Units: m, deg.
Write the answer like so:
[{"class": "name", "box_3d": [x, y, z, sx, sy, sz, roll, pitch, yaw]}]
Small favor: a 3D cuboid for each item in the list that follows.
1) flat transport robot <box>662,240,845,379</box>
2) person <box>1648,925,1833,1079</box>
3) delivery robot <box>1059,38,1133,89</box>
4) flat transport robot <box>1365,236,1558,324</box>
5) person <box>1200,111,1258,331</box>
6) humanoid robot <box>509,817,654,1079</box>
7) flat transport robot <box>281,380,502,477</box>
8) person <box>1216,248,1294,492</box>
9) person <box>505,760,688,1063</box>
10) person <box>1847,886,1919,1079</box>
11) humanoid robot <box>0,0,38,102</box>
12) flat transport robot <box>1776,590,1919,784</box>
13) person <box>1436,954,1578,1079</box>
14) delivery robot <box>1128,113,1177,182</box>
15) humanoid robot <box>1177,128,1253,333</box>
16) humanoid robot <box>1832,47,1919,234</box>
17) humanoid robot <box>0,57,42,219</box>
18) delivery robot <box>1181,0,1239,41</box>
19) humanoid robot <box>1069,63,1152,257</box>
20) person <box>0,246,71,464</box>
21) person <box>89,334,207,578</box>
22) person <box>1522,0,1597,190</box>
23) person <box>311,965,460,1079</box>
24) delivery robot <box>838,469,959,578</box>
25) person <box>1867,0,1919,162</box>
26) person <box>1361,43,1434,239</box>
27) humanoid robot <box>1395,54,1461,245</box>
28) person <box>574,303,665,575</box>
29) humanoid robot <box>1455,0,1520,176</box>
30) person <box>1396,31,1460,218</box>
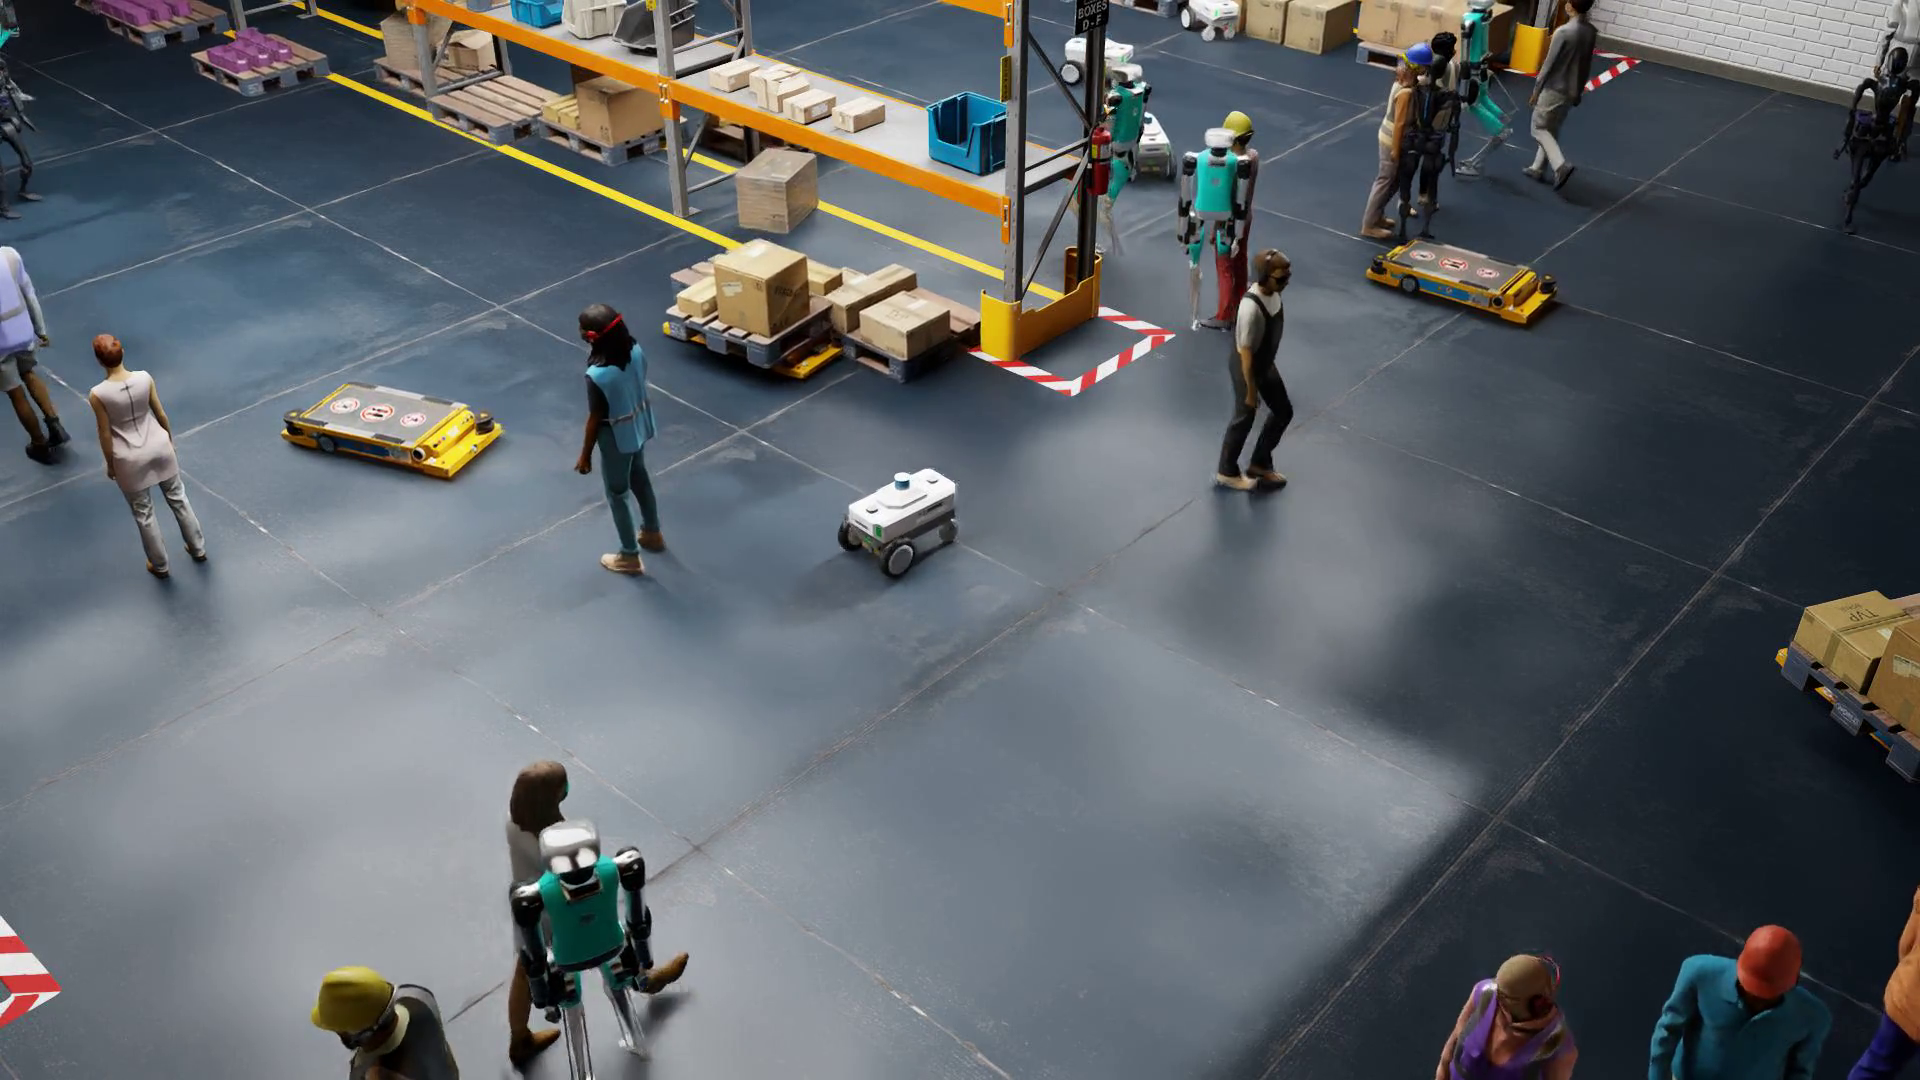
[{"class": "flat transport robot", "box_3d": [-1.613, -1.659, 13.214, 1.431, 0.231, 0.659, 21, 40, 27]}, {"class": "person", "box_3d": [2.938, 2.134, 6.451, 0.558, 1.697, 0.946, 21, 40, 28]}, {"class": "delivery robot", "box_3d": [1.481, -5.251, 18.183, 0.790, 0.614, 0.499, 14, 37, 20]}, {"class": "flat transport robot", "box_3d": [4.220, -2.206, 14.006, 1.431, 0.231, 0.659, 24, 41, 30]}, {"class": "person", "box_3d": [2.127, -2.516, 13.137, 0.324, 1.766, 0.532, 23, 41, 30]}, {"class": "humanoid robot", "box_3d": [-1.606, 1.726, 7.035, 0.530, 1.794, 0.793, -16, 38, -22]}, {"class": "flat transport robot", "box_3d": [-4.104, -0.813, 11.988, 1.431, 0.231, 0.659, 12, 36, 17]}, {"class": "person", "box_3d": [2.032, -1.090, 11.020, 0.613, 1.822, 0.528, 18, 38, 24]}, {"class": "person", "box_3d": [-1.709, 1.573, 7.334, 0.913, 1.604, 0.500, -29, 44, -35]}, {"class": "person", "box_3d": [3.894, 1.882, 6.584, 0.439, 1.969, 0.527, -14, 37, -20]}, {"class": "humanoid robot", "box_3d": [-10.161, -5.427, 17.391, 0.804, 1.789, 0.546, -24, 41, -31]}, {"class": "flat transport robot", "box_3d": [5.400, 0.973, 9.400, 0.659, 0.231, 1.431, -11, 36, -16]}, {"class": "person", "box_3d": [2.129, 2.167, 6.442, 0.637, 1.666, 0.532, -24, 41, -31]}, {"class": "delivery robot", "box_3d": [1.801, -3.801, 16.082, 0.499, 0.614, 0.804, -4, 35, -5]}, {"class": "humanoid robot", "box_3d": [1.972, -2.439, 13.074, 0.535, 1.807, 0.697, 5, 35, 7]}, {"class": "humanoid robot", "box_3d": [8.175, -3.622, 14.879, 0.604, 1.639, 0.820, 6, 35, 9]}, {"class": "humanoid robot", "box_3d": [-8.729, -3.784, 15.054, 0.379, 1.632, 0.600, 9, 36, 13]}, {"class": "delivery robot", "box_3d": [2.964, -6.227, 19.586, 0.522, 0.602, 0.773, -12, 36, -17]}, {"class": "humanoid robot", "box_3d": [1.189, -3.205, 14.215, 0.746, 1.835, 0.540, 28, 43, 34]}, {"class": "person", "box_3d": [-6.547, -1.381, 11.352, 0.416, 1.926, 0.564, 18, 39, 25]}, {"class": "person", "box_3d": [-5.092, -0.523, 10.350, 0.281, 1.650, 0.432, 25, 42, 31]}, {"class": "person", "box_3d": [5.615, -4.160, 15.424, 0.570, 1.876, 0.679, -14, 37, -20]}, {"class": "person", "box_3d": [-1.995, 2.234, 6.220, 0.520, 1.815, 0.616, -1, 35, -2]}, {"class": "delivery robot", "box_3d": [-0.384, -0.154, 10.779, 0.774, 0.592, 0.499, -27, 43, -34]}, {"class": "person", "box_3d": [9.148, -4.626, 16.061, 0.547, 1.924, 0.385, 13, 37, 18]}, {"class": "person", "box_3d": [3.843, -3.491, 14.565, 0.428, 1.750, 0.486, 8, 35, 12]}, {"class": "humanoid robot", "box_3d": [4.039, -3.397, 14.501, 0.610, 1.643, 0.365, 15, 37, 20]}, {"class": "person", "box_3d": [-2.102, -0.624, 10.311, 0.425, 1.860, 0.558, 15, 37, 20]}, {"class": "humanoid robot", "box_3d": [4.956, -4.211, 15.505, 0.738, 1.673, 0.531, 22, 40, 28]}, {"class": "person", "box_3d": [4.233, -3.754, 14.997, 0.533, 1.689, 0.319, -20, 39, -26]}]
